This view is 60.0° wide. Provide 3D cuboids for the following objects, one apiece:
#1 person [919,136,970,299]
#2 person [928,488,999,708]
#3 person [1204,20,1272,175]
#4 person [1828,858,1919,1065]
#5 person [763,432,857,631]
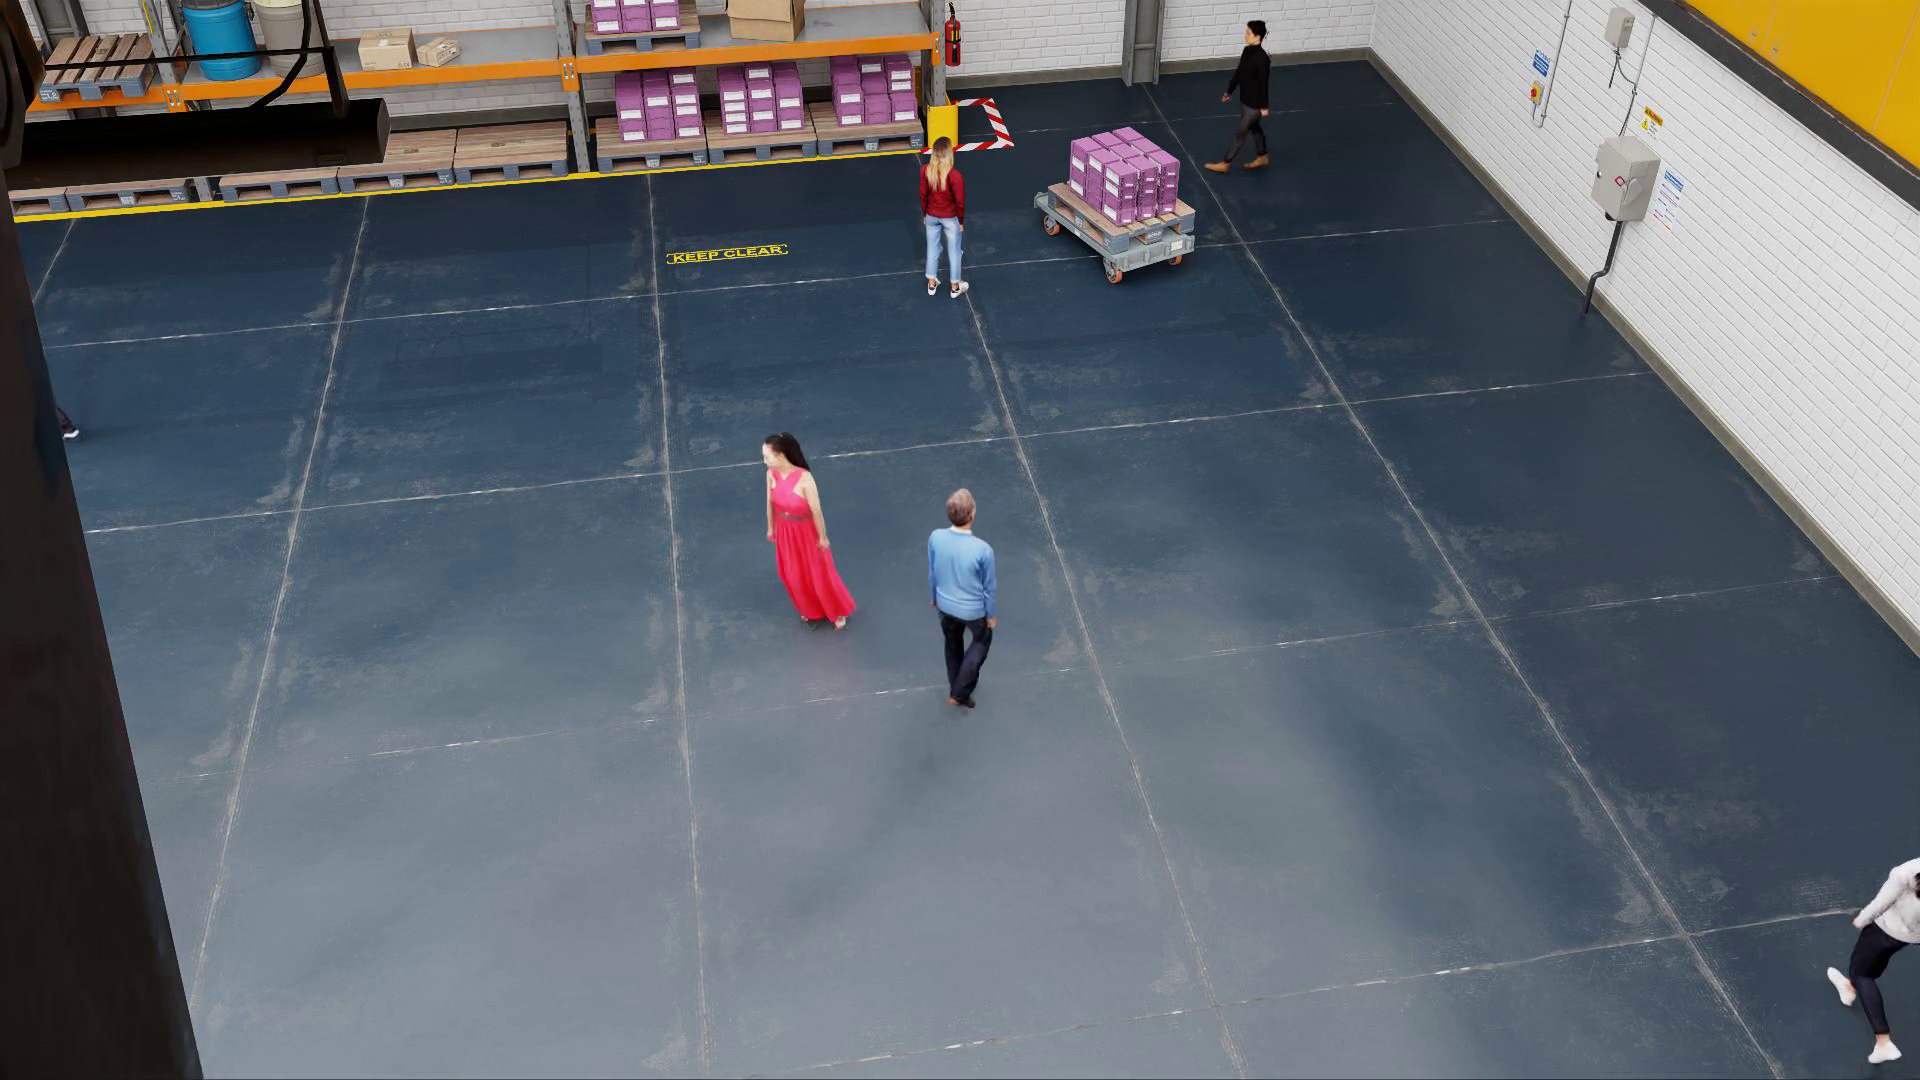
[{"bbox_3d":[-0.157,-3.080,15.858,0.632,1.635,0.743,13,40,15],"label":"person"},{"bbox_3d":[-0.011,0.461,11.282,0.854,1.812,0.916,18,42,21],"label":"person"},{"bbox_3d":[3.214,-4.757,17.911,1.001,1.693,0.650,-6,39,-7],"label":"person"},{"bbox_3d":[5.232,2.202,9.206,0.911,1.683,0.673,-4,39,-6],"label":"person"},{"bbox_3d":[-1.112,-0.053,12.017,0.848,1.699,0.928,11,40,14],"label":"person"}]
